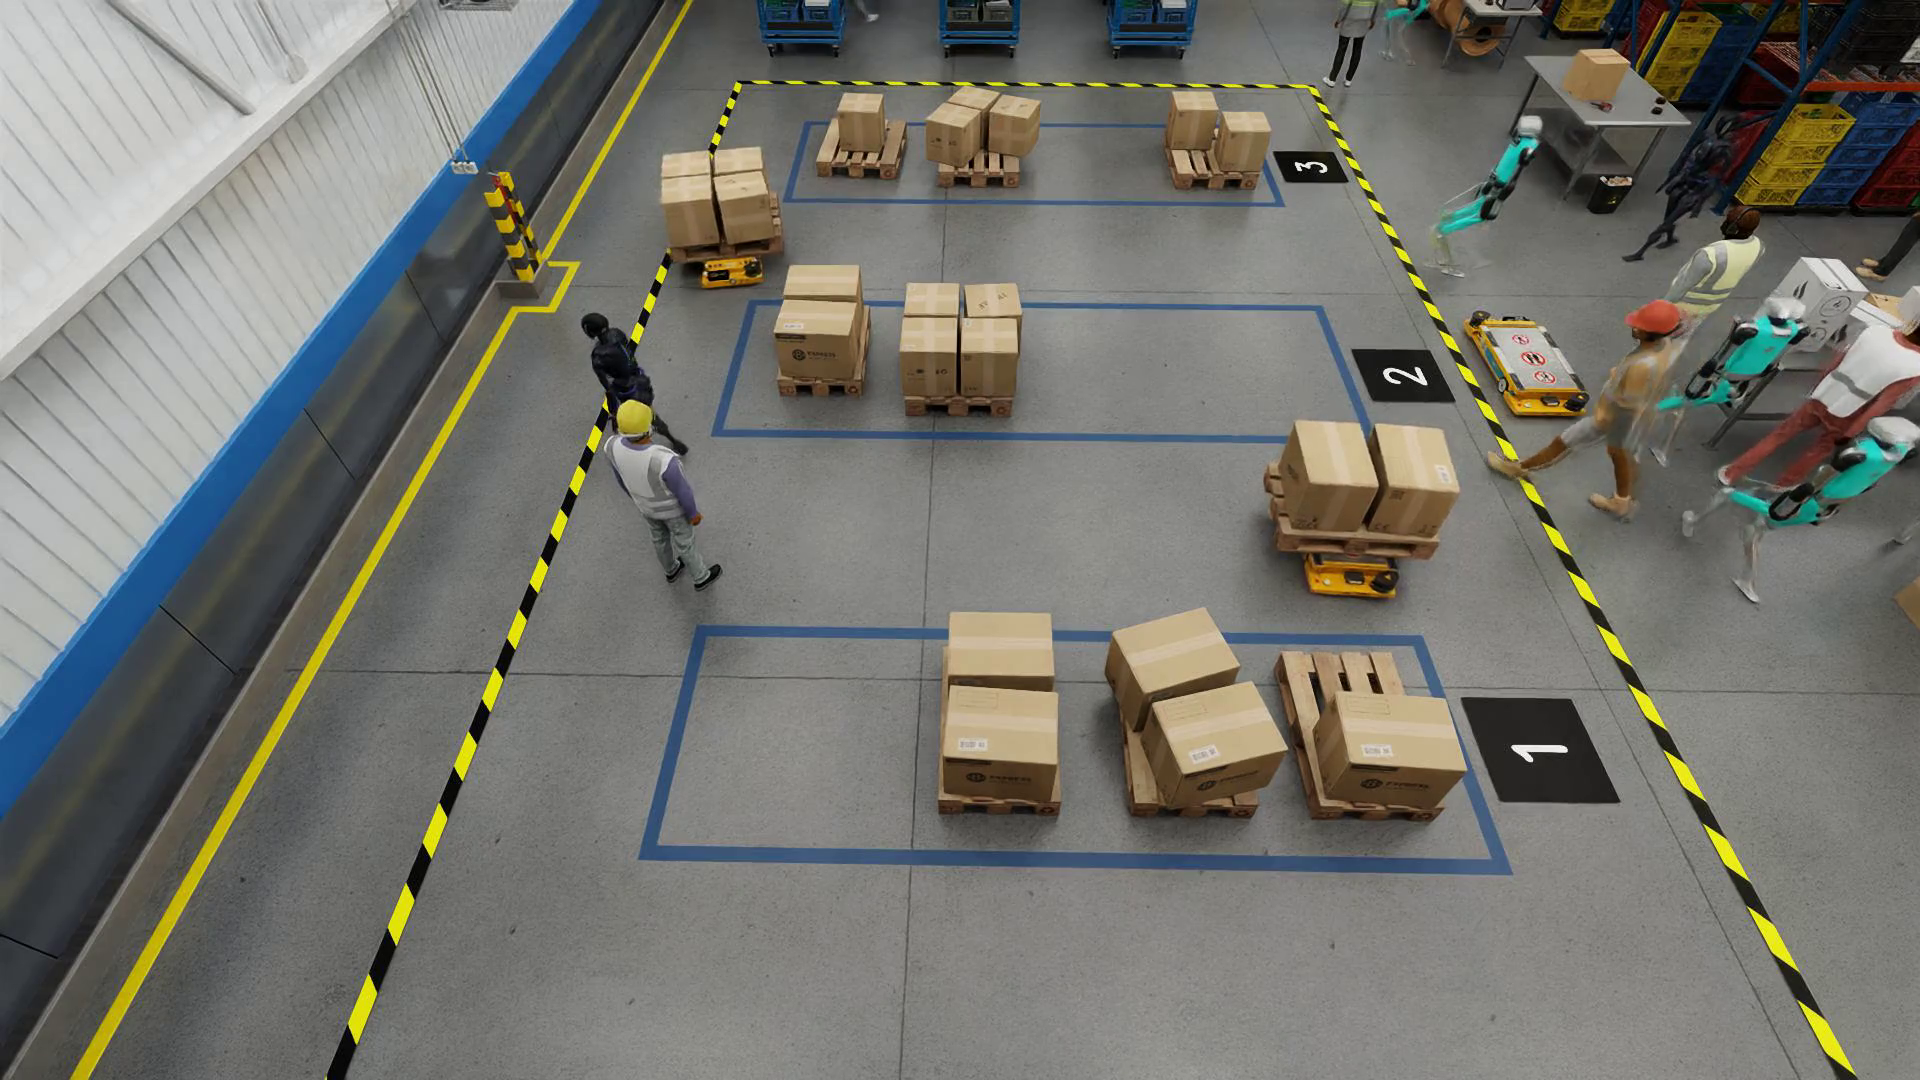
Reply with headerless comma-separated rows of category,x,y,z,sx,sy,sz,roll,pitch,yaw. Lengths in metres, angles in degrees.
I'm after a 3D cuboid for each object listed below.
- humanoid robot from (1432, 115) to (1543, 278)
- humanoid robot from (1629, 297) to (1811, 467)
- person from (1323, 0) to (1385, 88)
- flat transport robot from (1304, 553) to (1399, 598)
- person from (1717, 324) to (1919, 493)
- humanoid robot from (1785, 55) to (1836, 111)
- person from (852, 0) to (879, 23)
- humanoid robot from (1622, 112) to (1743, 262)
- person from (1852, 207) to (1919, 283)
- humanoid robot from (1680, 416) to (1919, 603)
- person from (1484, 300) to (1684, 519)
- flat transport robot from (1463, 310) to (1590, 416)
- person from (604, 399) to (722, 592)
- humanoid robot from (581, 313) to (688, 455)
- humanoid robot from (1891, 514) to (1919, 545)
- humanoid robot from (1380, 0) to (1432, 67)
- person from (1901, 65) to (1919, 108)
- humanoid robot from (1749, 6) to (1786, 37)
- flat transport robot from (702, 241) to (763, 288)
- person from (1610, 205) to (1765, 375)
humanoid robot,5.360,-3.580,9.572,0.735,1.677,0.533,9,50,8
humanoid robot,6.309,-1.358,7.742,0.539,1.810,0.651,1,49,1
person,5.566,-7.329,12.829,0.596,1.852,0.363,0,49,0
flat transport robot,3.153,-0.152,7.646,0.652,0.197,1.431,3,49,3
person,7.045,-1.071,7.404,0.705,1.878,0.607,-7,49,-6
humanoid robot,10.632,-5.563,11.427,0.589,1.642,0.597,19,52,15
person,-1.802,-9.060,14.436,0.901,1.672,0.532,-3,49,-2
humanoid robot,7.926,-3.820,9.942,0.786,1.630,0.608,-10,50,-8
person,10.223,-3.572,9.587,0.506,1.840,0.337,-33,57,-25
humanoid robot,6.221,-0.427,6.957,0.530,1.776,1.012,-6,49,-5
person,5.208,-1.033,7.317,0.625,1.963,1.186,-35,58,-27
flat transport robot,5.573,-1.757,9.054,0.659,0.231,1.431,1,49,1
person,-2.182,-0.303,6.759,0.599,1.832,0.404,17,51,15
humanoid robot,-2.697,-1.207,7.651,0.435,1.646,0.593,5,49,5
humanoid robot,8.071,-0.519,7.078,0.789,1.891,0.546,-17,51,-14
humanoid robot,6.620,-7.926,13.433,0.548,1.790,0.845,-32,56,-25
person,12.084,-5.842,11.418,0.370,2.042,0.613,2,49,1
humanoid robot,12.328,-8.208,13.719,0.611,1.655,0.481,8,50,7
flat transport robot,-2.624,-3.382,10.442,0.652,0.197,1.431,-9,50,-7
person,6.673,-2.178,8.387,0.629,1.835,0.429,-11,50,-9
